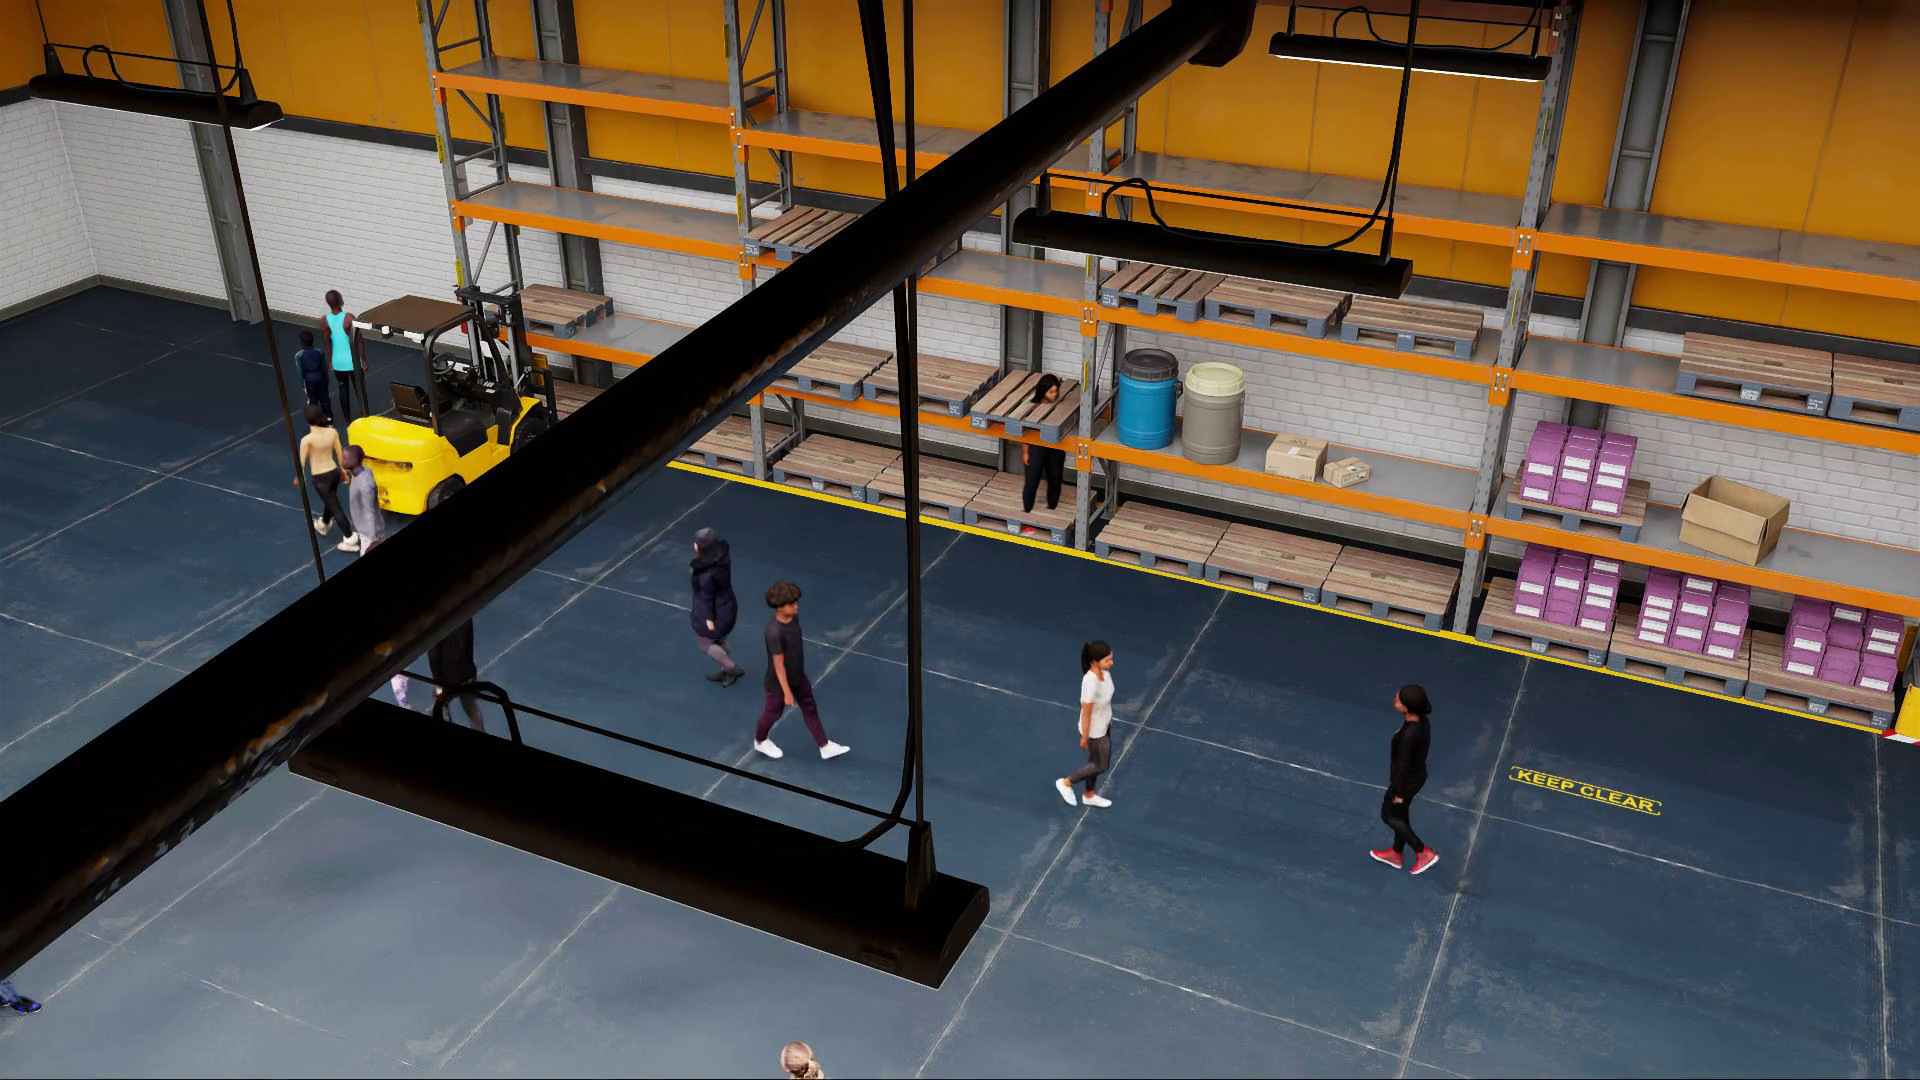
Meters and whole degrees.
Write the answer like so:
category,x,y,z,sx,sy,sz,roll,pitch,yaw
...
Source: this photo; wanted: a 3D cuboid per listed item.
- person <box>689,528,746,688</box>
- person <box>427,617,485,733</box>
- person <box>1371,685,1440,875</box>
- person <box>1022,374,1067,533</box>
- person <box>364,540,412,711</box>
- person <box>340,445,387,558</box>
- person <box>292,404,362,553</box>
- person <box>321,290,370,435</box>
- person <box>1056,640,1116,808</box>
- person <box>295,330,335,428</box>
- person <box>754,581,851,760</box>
category,x,y,z,sx,sy,sz,roll,pitch,yaw
person,-2.157,0.635,15.150,0.787,1.668,0.730,7,29,13
person,-4.260,1.147,14.171,0.924,1.706,0.768,19,34,31
person,3.533,1.883,12.869,0.818,1.662,0.682,16,33,27
person,0.907,-0.965,17.933,0.775,1.811,0.842,-8,30,-15
person,-4.993,0.863,14.694,1.074,1.704,1.258,-15,32,-25
person,-5.696,-0.104,16.340,0.923,1.824,0.848,-14,32,-24
person,-6.597,-0.615,17.490,1.077,1.621,0.652,14,32,24
person,-7.418,-2.150,20.106,0.620,1.810,0.749,-1,29,-3
person,1.018,1.509,13.586,0.729,1.630,0.633,7,29,13
person,-7.905,-1.969,20.354,0.571,1.254,0.602,-17,33,-28
person,-1.554,1.134,14.162,1.095,1.738,0.668,11,31,20
